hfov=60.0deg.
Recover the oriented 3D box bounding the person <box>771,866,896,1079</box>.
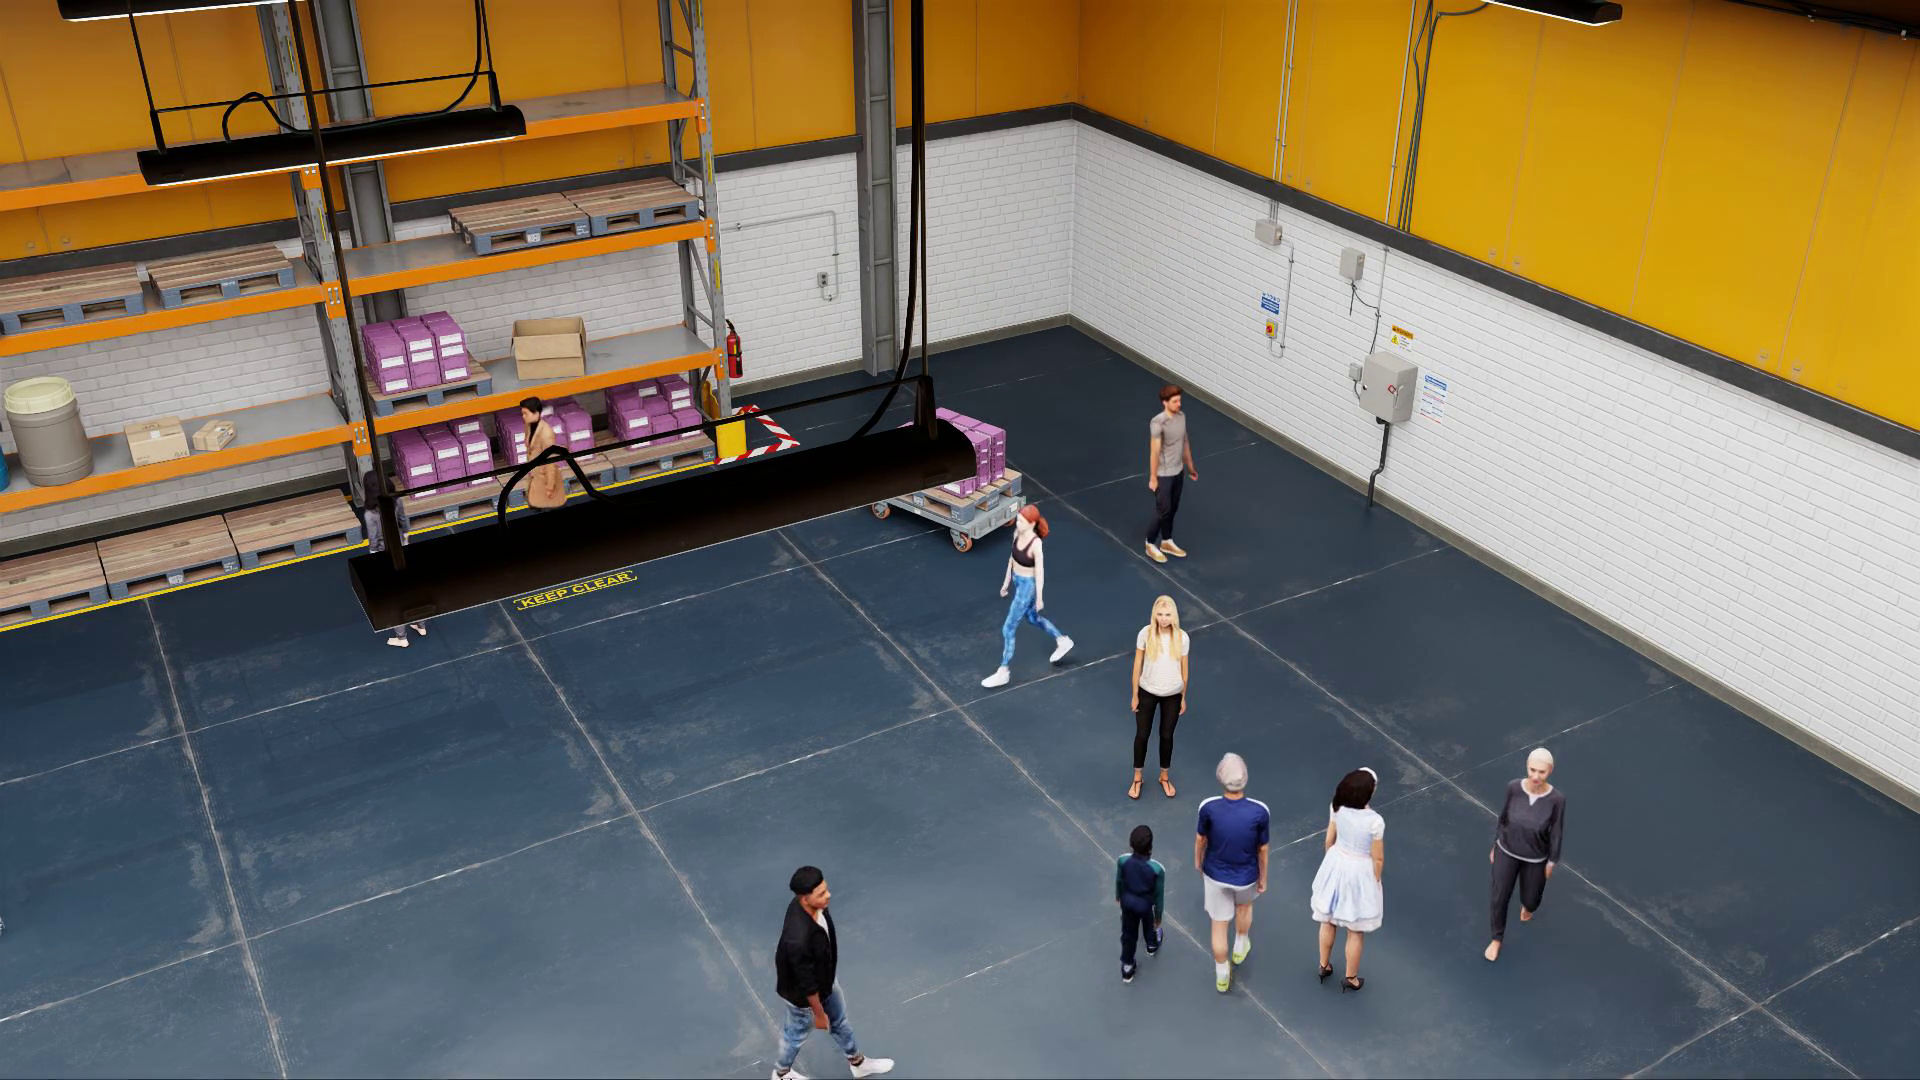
[{"bbox_3d":[-1.047,2.791,10.515,1.151,1.782,1.062,5,29,8],"label":"person"}]

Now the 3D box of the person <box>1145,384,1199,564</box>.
[{"bbox_3d":[2.064,-0.715,16.833,0.816,1.886,0.690,23,36,36],"label":"person"}]

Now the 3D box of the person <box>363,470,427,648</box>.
[{"bbox_3d":[-5.248,0.162,15.352,0.732,1.764,0.604,17,33,28],"label":"person"}]

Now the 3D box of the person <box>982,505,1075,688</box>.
[{"bbox_3d":[0.655,0.462,14.821,1.222,1.746,0.649,-12,31,-20],"label":"person"}]

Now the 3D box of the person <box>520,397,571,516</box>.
[{"bbox_3d":[-4.150,-0.679,16.948,0.833,1.713,1.089,25,37,37],"label":"person"}]

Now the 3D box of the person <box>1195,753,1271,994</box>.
[{"bbox_3d":[1.844,2.327,11.335,0.880,1.810,0.933,4,29,7],"label":"person"}]

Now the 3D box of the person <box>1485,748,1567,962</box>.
[{"bbox_3d":[3.994,2.155,11.753,0.859,1.712,0.978,15,32,26],"label":"person"}]

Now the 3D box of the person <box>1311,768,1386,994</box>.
[{"bbox_3d":[2.656,2.321,11.339,0.792,1.818,0.821,23,36,36],"label":"person"}]

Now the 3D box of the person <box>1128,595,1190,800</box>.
[{"bbox_3d":[1.588,1.240,13.311,0.619,1.827,0.736,-1,29,-2],"label":"person"}]

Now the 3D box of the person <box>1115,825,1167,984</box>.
[{"bbox_3d":[1.223,2.541,11.538,0.762,1.240,0.850,12,31,20],"label":"person"}]
